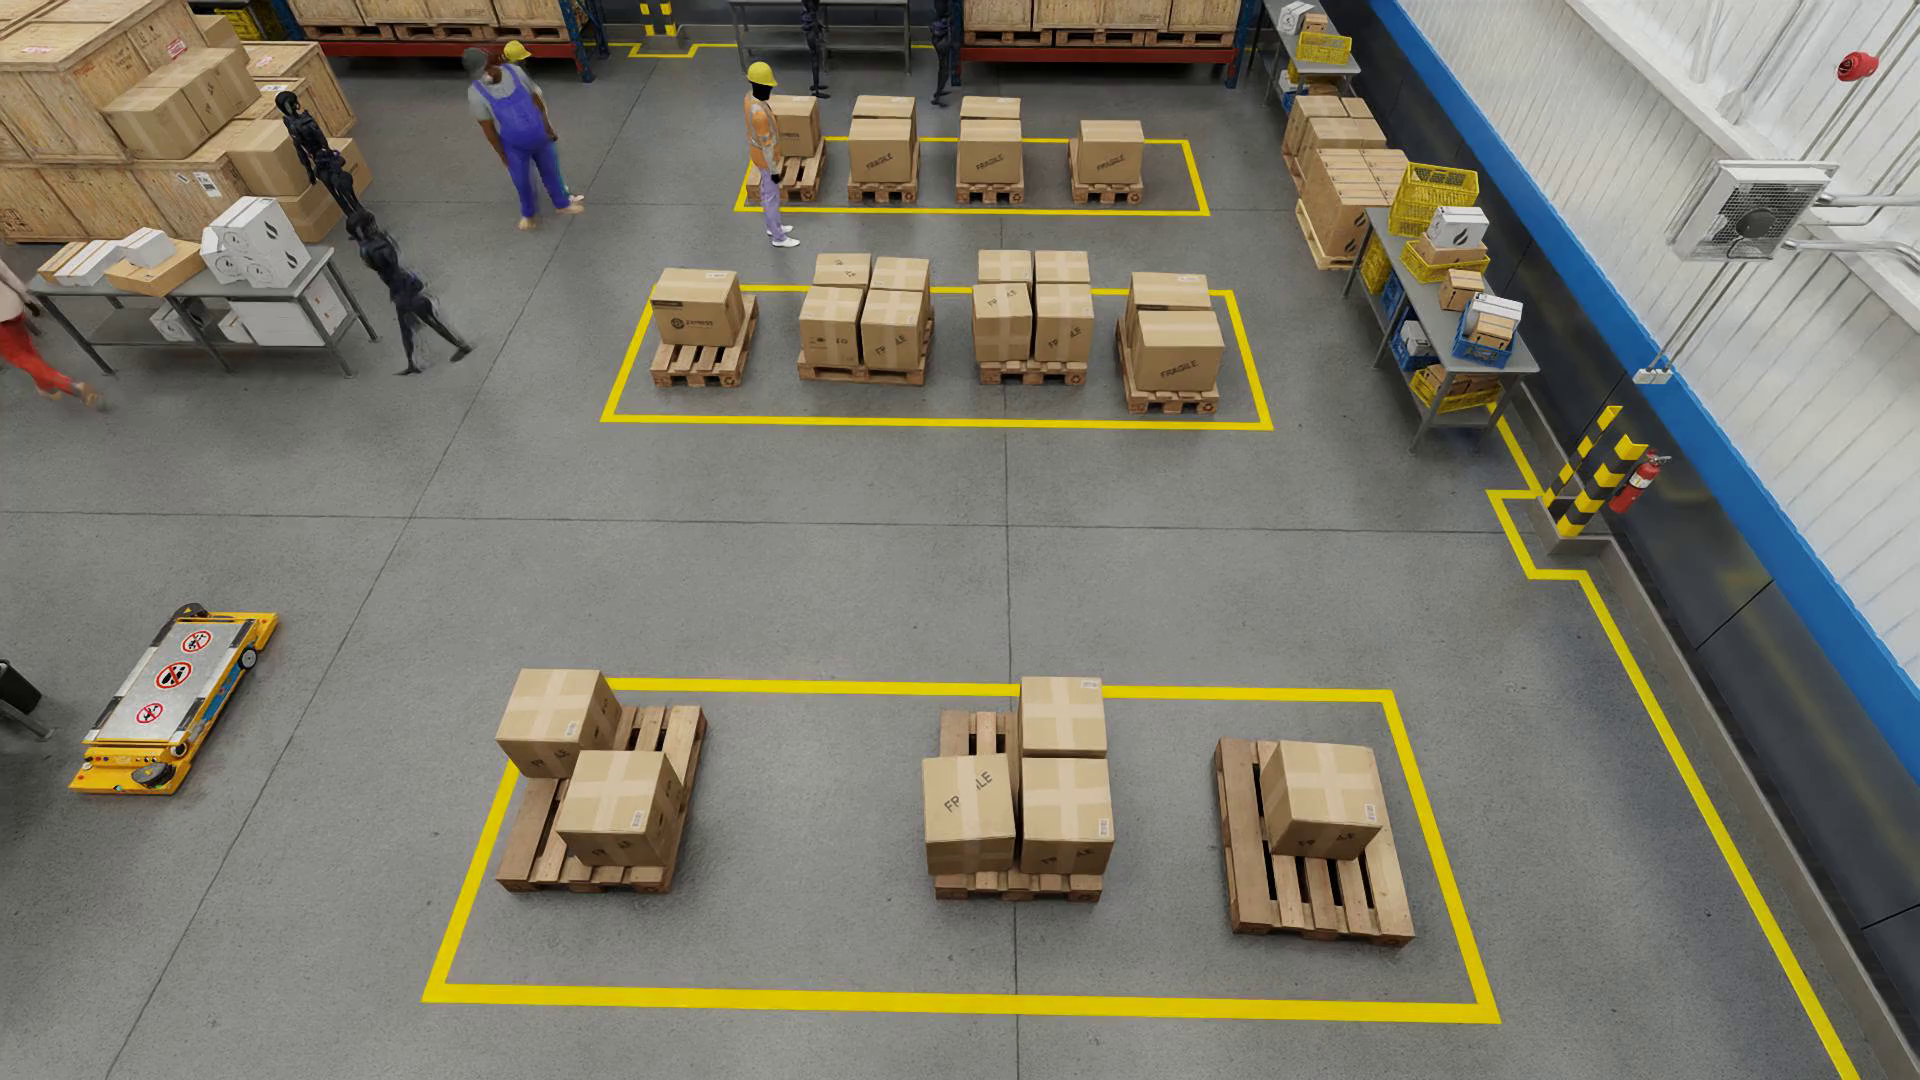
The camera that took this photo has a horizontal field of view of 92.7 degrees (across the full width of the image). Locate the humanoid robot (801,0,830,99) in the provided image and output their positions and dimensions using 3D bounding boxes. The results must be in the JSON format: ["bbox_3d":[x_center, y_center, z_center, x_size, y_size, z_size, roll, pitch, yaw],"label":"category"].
[{"bbox_3d":[-1.935,-6.804,12.193,0.327,1.657,0.591,-7,50,-6],"label":"humanoid robot"}]

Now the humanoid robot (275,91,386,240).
[{"bbox_3d":[-6.751,-3.950,9.784,0.579,1.651,0.308,20,53,16],"label":"humanoid robot"}]

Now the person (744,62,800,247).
[{"bbox_3d":[-2.022,-4.060,9.724,0.388,1.916,0.586,-13,51,-11],"label":"person"}]

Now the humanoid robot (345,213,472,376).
[{"bbox_3d":[-5.085,-2.206,8.338,0.608,1.627,0.772,24,54,19],"label":"humanoid robot"}]

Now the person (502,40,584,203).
[{"bbox_3d":[-4.743,-4.693,10.355,0.524,1.769,0.313,36,58,26],"label":"person"}]

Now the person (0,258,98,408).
[{"bbox_3d":[-8.346,-1.979,7.947,0.866,1.930,0.649,17,52,14],"label":"person"}]

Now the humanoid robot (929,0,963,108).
[{"bbox_3d":[-0.250,-6.633,12.058,0.501,1.641,0.713,-14,51,-11],"label":"humanoid robot"}]

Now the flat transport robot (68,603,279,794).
[{"bbox_3d":[-5.504,1.072,6.442,0.652,0.197,1.431,1,50,1],"label":"flat transport robot"}]

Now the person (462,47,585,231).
[{"bbox_3d":[-4.705,-4.376,9.910,0.534,2.000,0.782,36,59,27],"label":"person"}]
